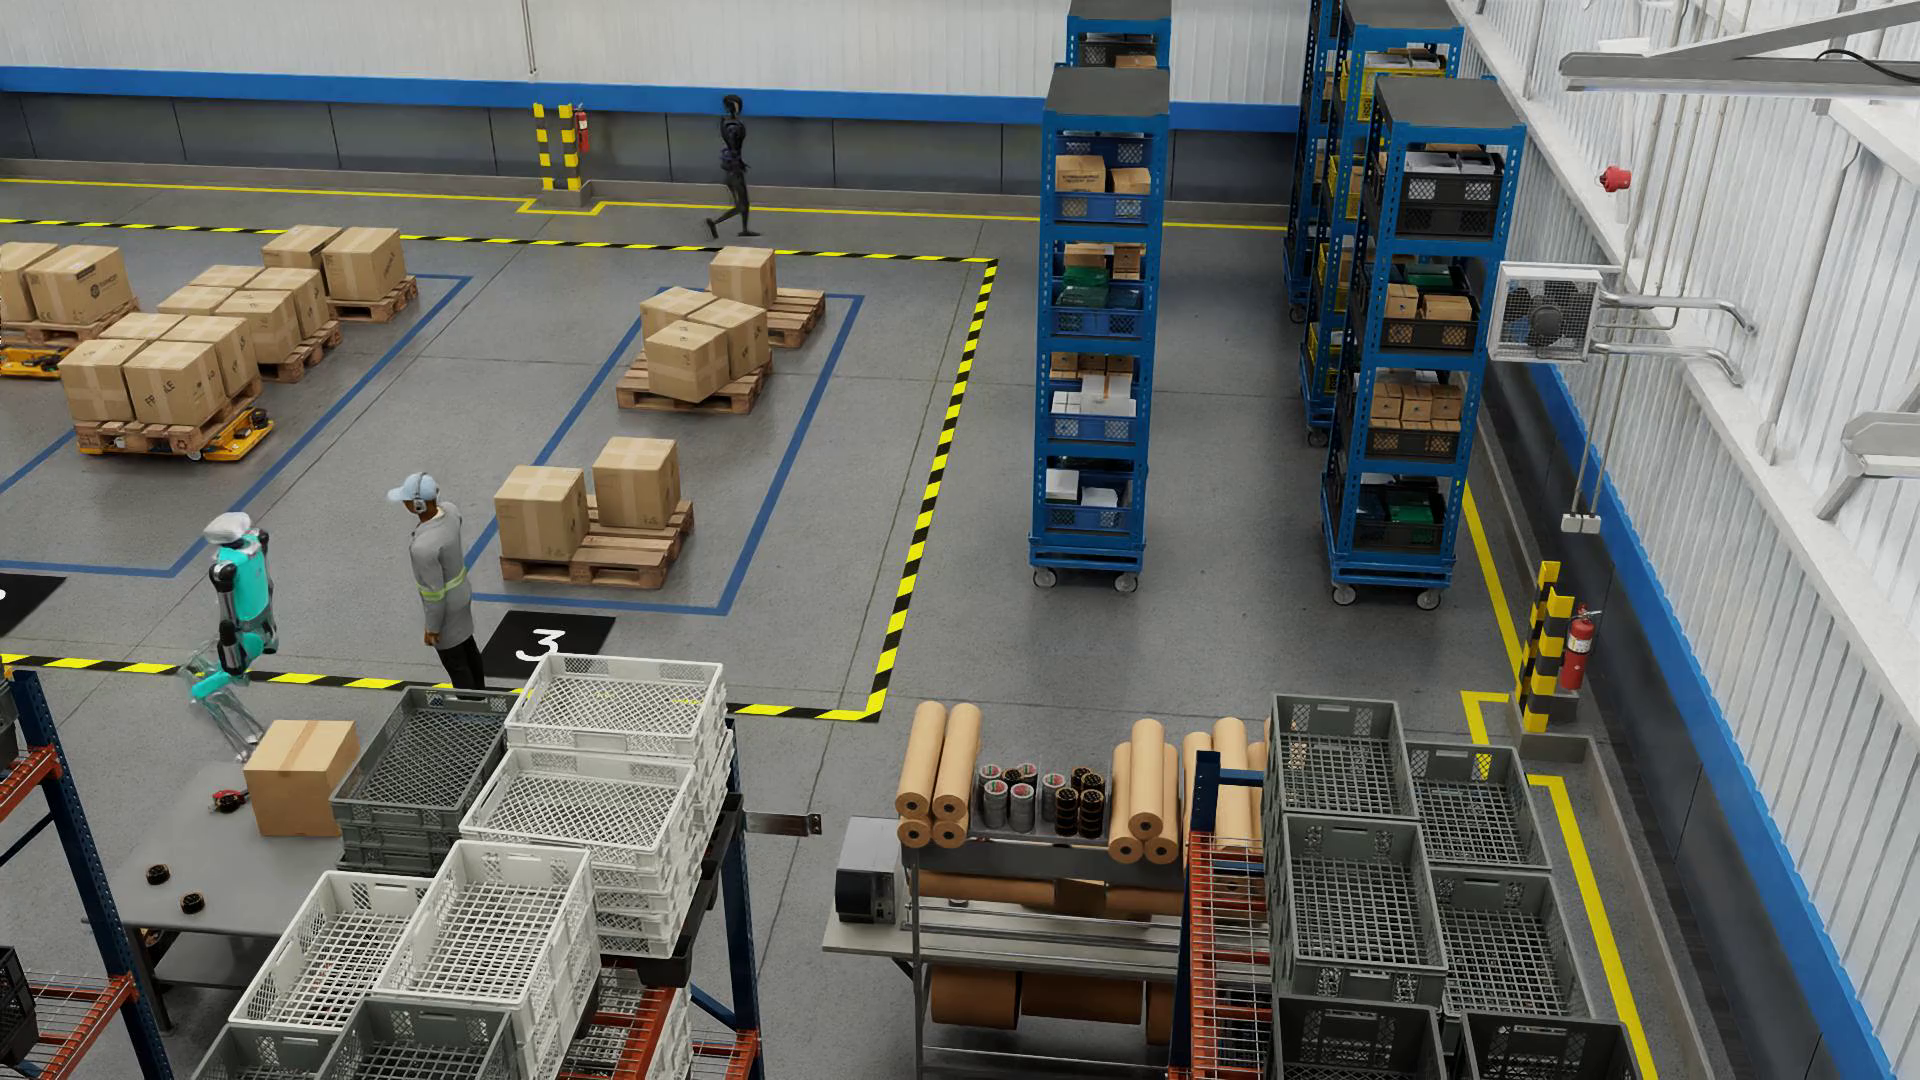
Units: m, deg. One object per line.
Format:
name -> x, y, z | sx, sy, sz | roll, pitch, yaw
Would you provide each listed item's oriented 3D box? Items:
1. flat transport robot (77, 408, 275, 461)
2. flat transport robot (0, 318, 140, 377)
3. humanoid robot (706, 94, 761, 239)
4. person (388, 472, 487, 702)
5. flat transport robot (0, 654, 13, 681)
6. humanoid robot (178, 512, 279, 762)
flat transport robot -> -6.728, -0.944, 14.268 | 1.431, 0.197, 0.652 | 3, 30, 6
flat transport robot -> -8.596, -1.955, 16.004 | 0.652, 0.197, 1.431 | 3, 30, 6
humanoid robot -> -2.546, -4.123, 18.373 | 0.571, 1.639, 0.613 | -2, 30, -3
person -> -3.248, 0.396, 10.420 | 0.374, 1.853, 0.587 | 0, 30, 0
flat transport robot -> -7.142, 0.969, 11.010 | 1.431, 0.231, 0.659 | 3, 30, 6
humanoid robot -> -4.467, 0.591, 10.065 | 0.735, 1.677, 0.533 | 3, 30, 5
